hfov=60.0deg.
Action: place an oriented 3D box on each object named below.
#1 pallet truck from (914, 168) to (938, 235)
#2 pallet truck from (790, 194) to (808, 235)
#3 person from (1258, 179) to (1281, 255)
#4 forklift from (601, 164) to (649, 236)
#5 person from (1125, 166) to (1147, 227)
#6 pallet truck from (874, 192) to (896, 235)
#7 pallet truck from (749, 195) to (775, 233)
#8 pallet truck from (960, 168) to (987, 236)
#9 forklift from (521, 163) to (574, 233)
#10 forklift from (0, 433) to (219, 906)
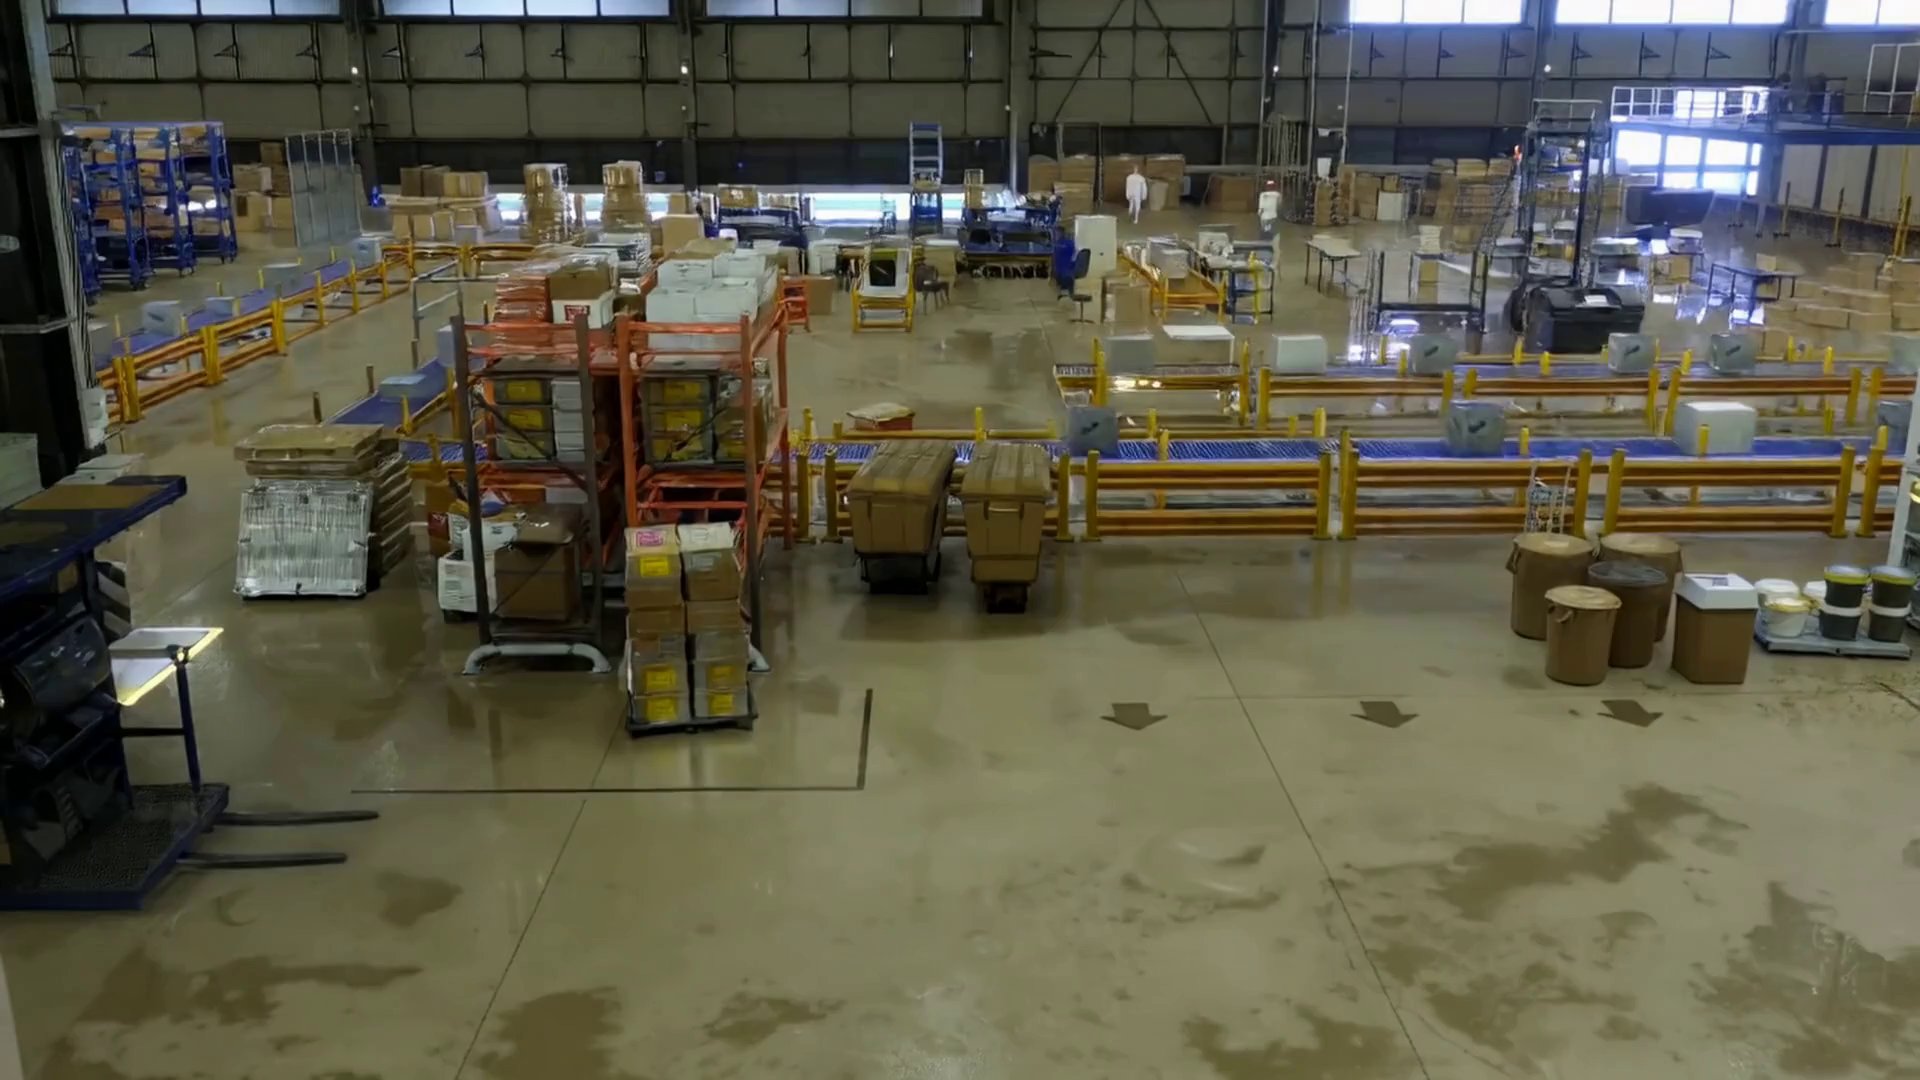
[{"bbox_3d":[-0.989,-10.316,50.507,0.823,1.965,1.885,1,16,3],"label":"pallet truck"},{"bbox_3d":[-4.814,-9.883,50.259,0.704,1.261,1.522,-1,16,-3],"label":"pallet truck"},{"bbox_3d":[8.390,-8.713,44.922,0.609,2.021,0.850,-4,17,-15],"label":"person"},{"bbox_3d":[-9.948,-10.127,49.296,1.157,1.987,2.680,-1,16,-3],"label":"forklift"},{"bbox_3d":[5.613,-10.889,52.716,0.661,1.878,0.822,8,18,26],"label":"person"},{"bbox_3d":[-2.277,-9.986,50.594,0.653,1.274,1.630,0,16,-1],"label":"pallet truck"},{"bbox_3d":[-6.051,-9.967,50.660,0.680,1.201,1.601,0,16,-1],"label":"pallet truck"},{"bbox_3d":[0.383,-10.230,50.206,0.823,1.965,1.885,-1,16,-3],"label":"pallet truck"},{"bbox_3d":[-12.233,-10.122,49.298,1.157,1.987,2.680,0,16,-1],"label":"forklift"},{"bbox_3d":[-5.952,0.780,10.366,1.873,2.768,1.129,0,16,-1],"label":"forklift"}]
